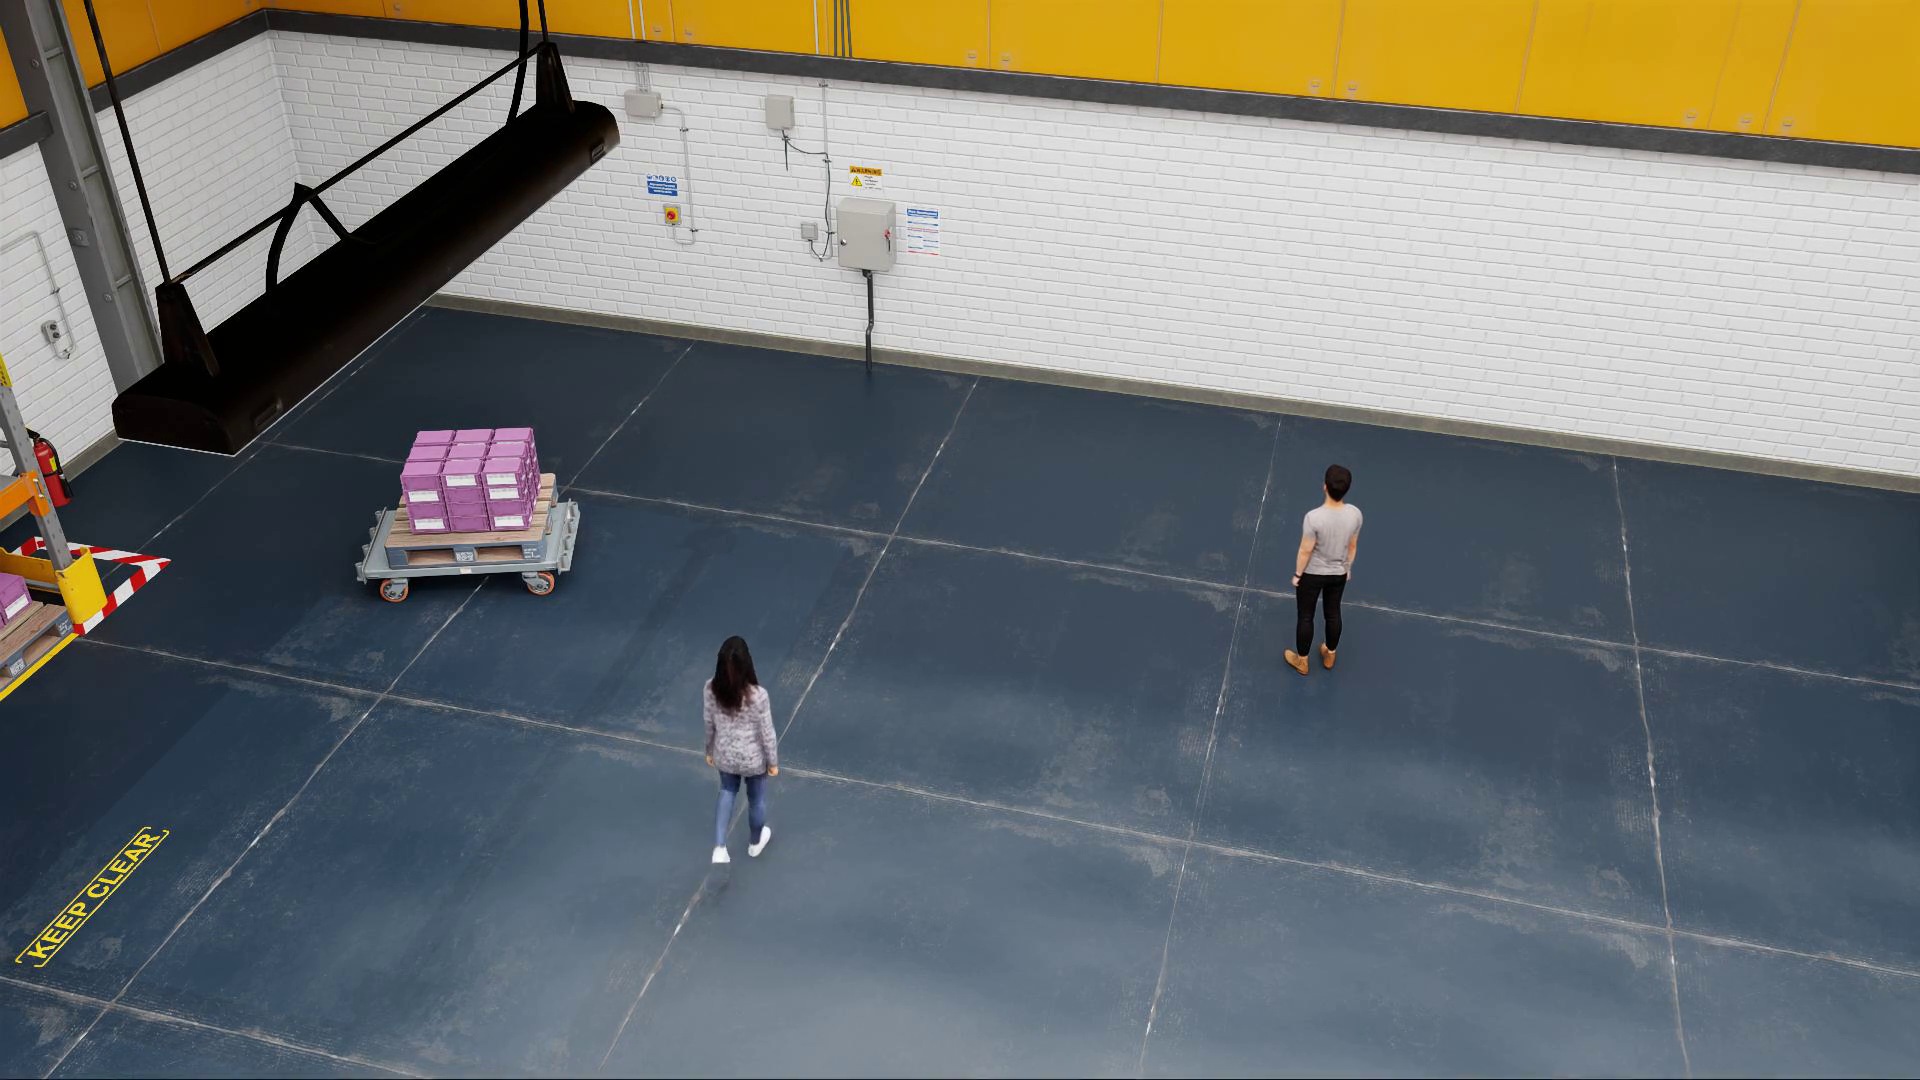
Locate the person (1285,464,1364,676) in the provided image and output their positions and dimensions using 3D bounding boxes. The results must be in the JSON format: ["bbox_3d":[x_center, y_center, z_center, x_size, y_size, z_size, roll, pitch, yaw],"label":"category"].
[{"bbox_3d":[2.641,0.212,12.081,0.684,1.722,0.676,-7,34,-10],"label":"person"}]

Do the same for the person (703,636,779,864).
[{"bbox_3d":[-1.400,1.381,10.322,0.654,1.722,0.821,10,35,15],"label":"person"}]
